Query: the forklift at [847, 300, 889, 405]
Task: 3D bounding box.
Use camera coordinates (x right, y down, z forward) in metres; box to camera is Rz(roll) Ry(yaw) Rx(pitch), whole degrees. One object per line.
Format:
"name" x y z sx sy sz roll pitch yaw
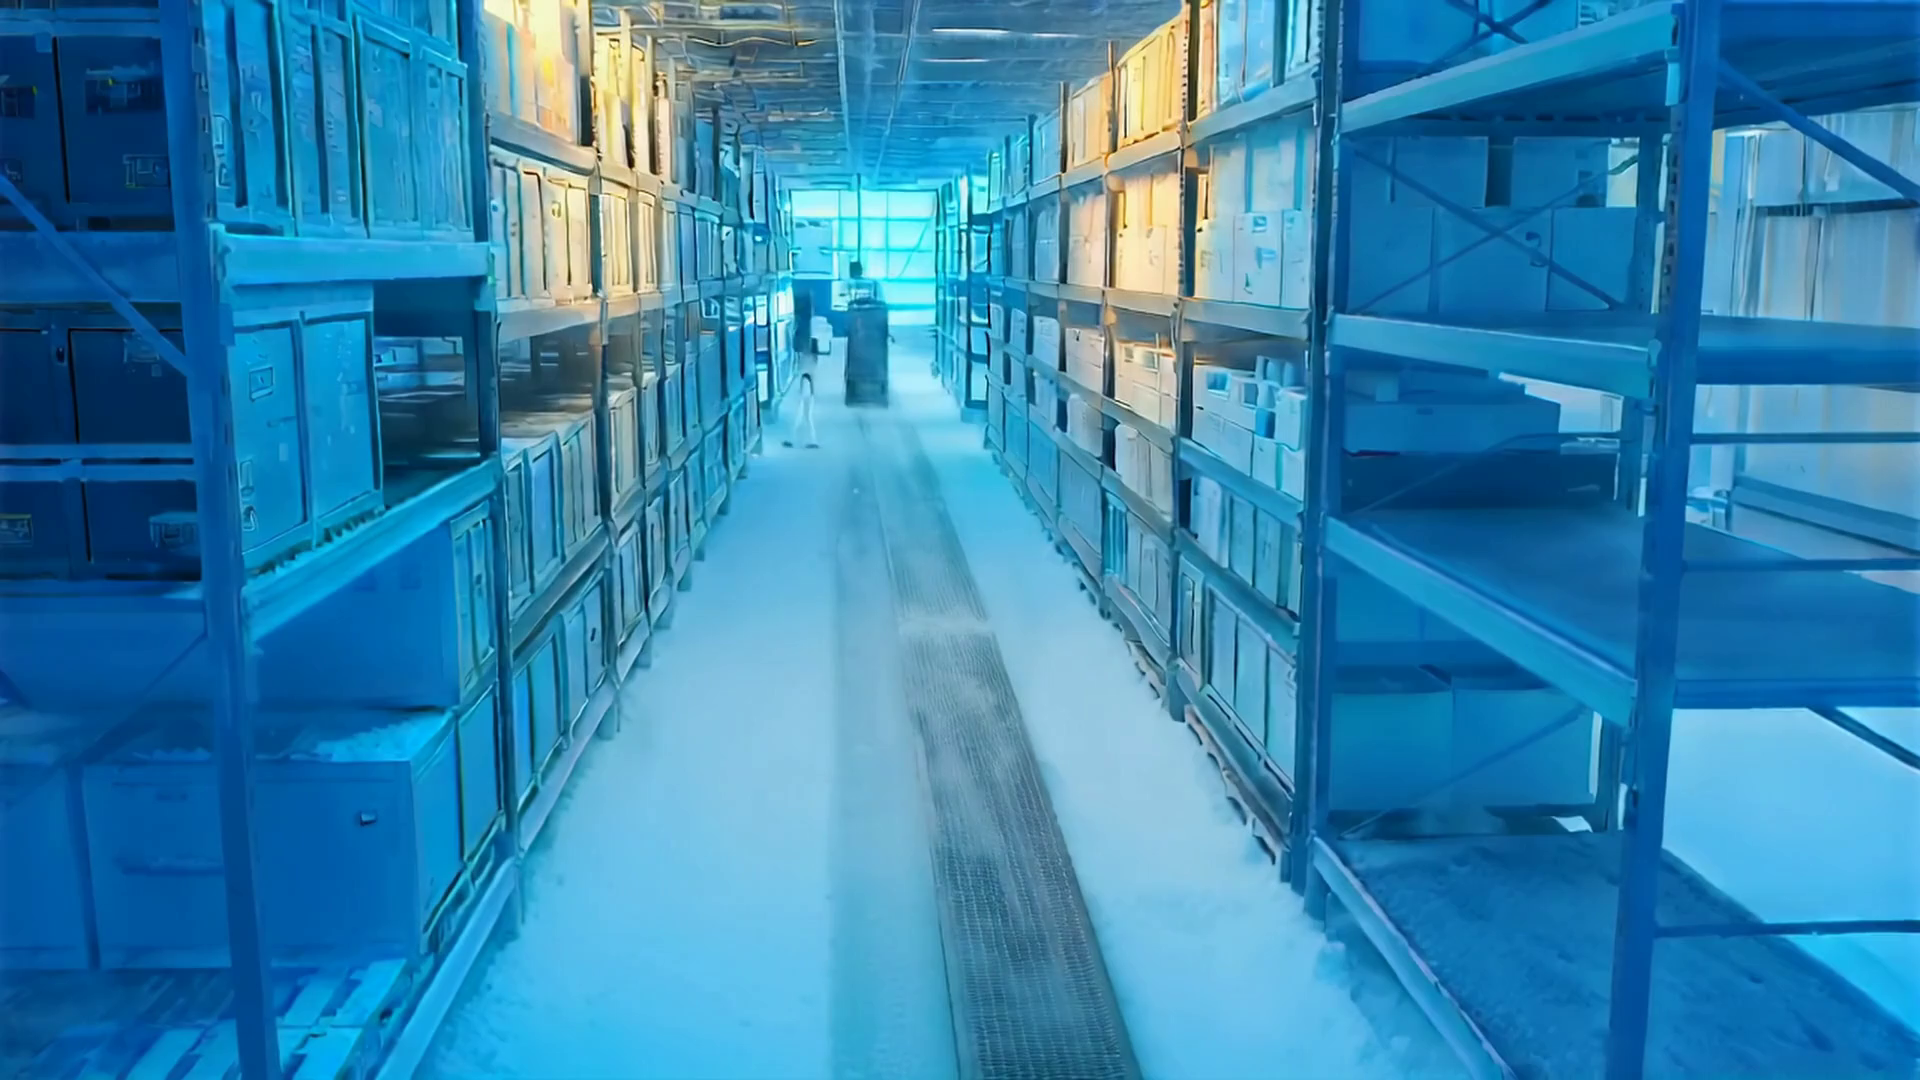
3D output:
"forklift" -2.509 -5.104 44.955 1.129 2.768 1.873 -1 10 -3

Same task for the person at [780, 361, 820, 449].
"person" -3.308 -2.772 34.202 0.892 1.803 0.601 -1 10 -5

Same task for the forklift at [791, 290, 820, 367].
"forklift" -5.909 -7.777 60.920 1.129 2.768 1.873 2 10 12

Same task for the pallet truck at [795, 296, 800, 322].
"pallet truck" -8.622 -12.439 91.403 1.885 1.965 0.823 2 10 13
